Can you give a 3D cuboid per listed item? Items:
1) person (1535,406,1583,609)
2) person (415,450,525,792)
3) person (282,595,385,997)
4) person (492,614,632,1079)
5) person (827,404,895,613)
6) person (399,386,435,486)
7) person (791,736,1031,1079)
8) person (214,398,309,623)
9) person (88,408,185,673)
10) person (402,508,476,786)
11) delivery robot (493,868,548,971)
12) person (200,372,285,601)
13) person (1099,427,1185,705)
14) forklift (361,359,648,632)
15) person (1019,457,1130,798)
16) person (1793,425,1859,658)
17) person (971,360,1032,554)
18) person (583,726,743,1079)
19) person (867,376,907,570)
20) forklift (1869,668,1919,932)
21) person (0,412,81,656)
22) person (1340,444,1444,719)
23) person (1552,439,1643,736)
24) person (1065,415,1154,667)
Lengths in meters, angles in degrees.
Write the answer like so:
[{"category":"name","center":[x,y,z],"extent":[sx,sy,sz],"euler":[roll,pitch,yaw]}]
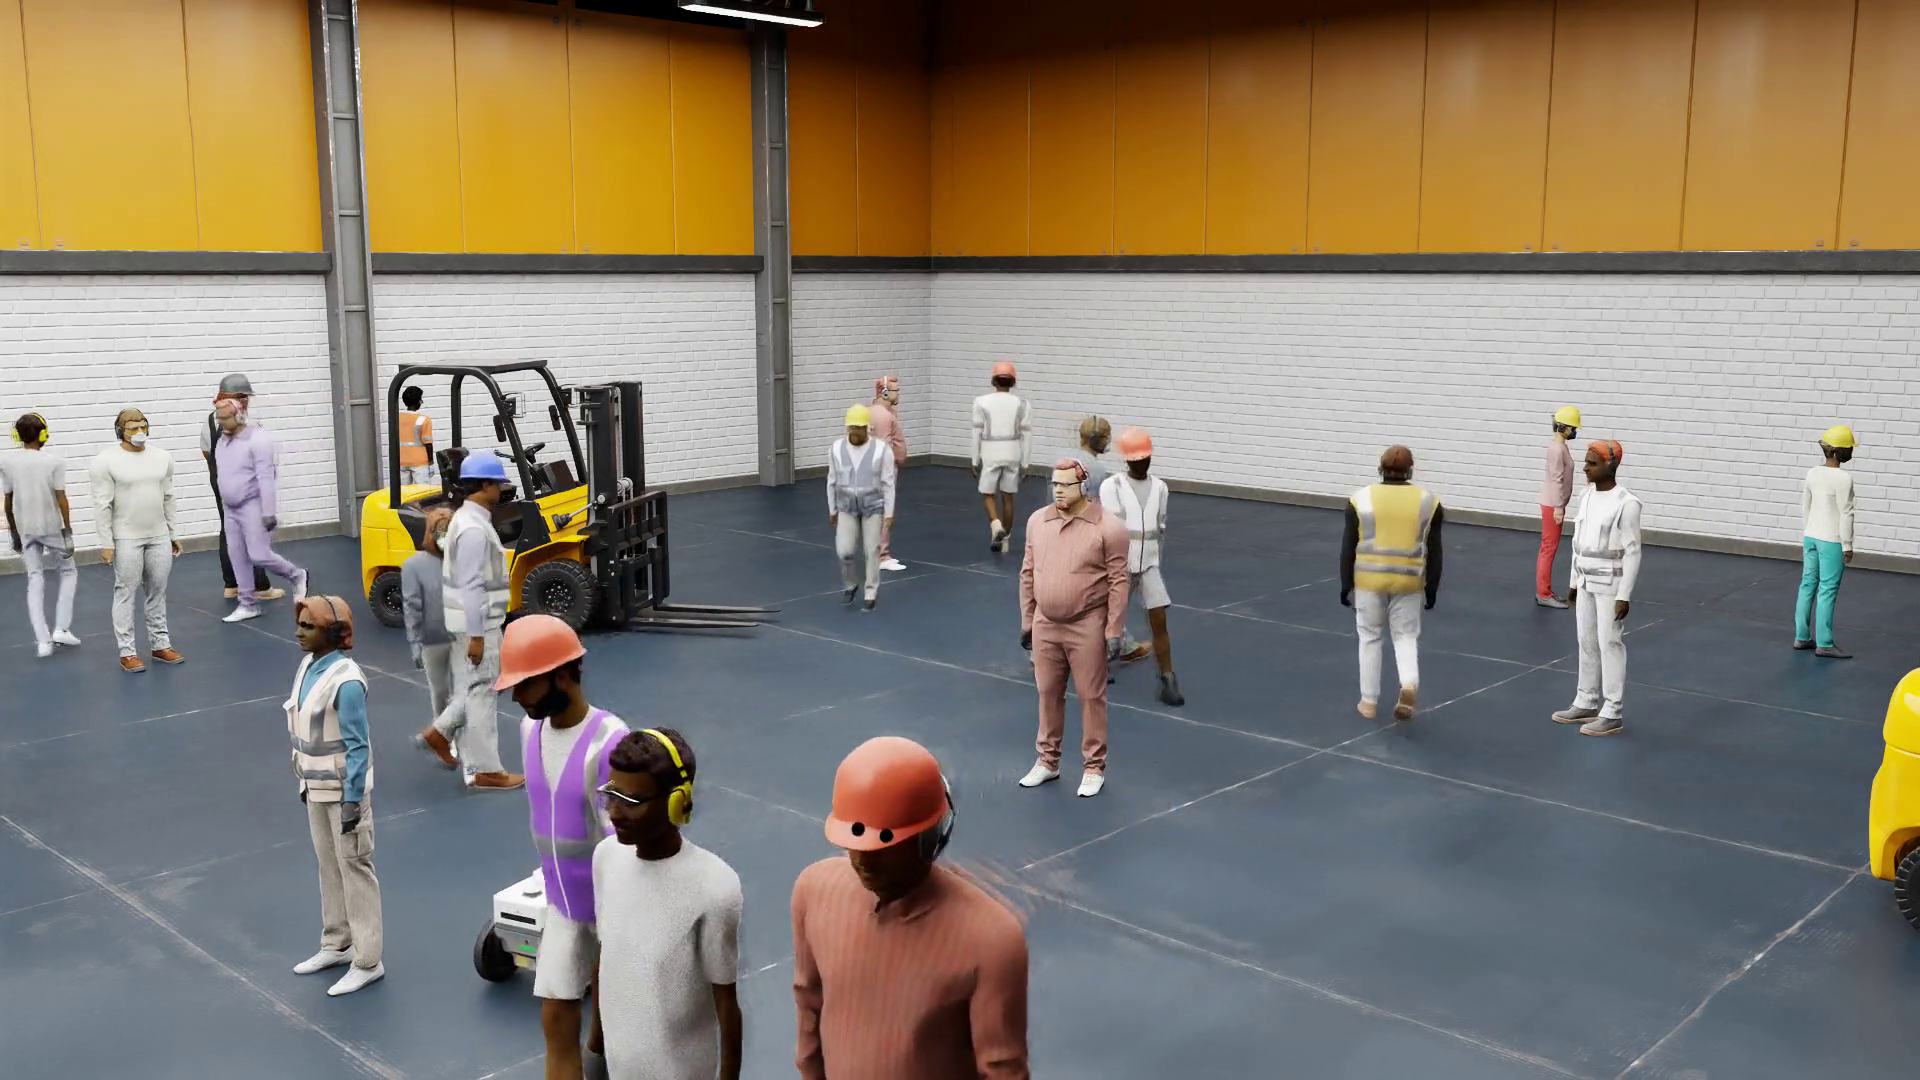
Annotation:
[{"category":"person","center":[5.237,-0.289,14.551],"extent":[0.328,1.760,0.523],"euler":[3,10,18]},{"category":"person","center":[-2.772,0.461,9.416],"extent":[0.537,1.929,0.660],"euler":[-3,10,-16]},{"category":"person","center":[-2.567,1.028,6.824],"extent":[0.307,1.645,0.518],"euler":[-9,13,-43]},{"category":"person","center":[-1.197,1.165,5.263],"extent":[0.630,1.870,0.910],"euler":[6,11,31]},{"category":"person","center":[-0.852,-0.269,14.258],"extent":[0.613,1.812,0.446],"euler":[1,9,8]},{"category":"person","center":[-5.917,-0.822,18.028],"extent":[0.532,1.691,0.318],"euler":[3,10,17]},{"category":"person","center":[-0.157,1.384,3.693],"extent":[0.652,1.949,0.854],"euler":[4,10,25]},{"category":"person","center":[-5.933,-0.262,14.012],"extent":[0.677,1.879,0.659],"euler":[5,11,30]},{"category":"person","center":[-6.051,-0.008,12.272],"extent":[0.366,1.939,0.635],"euler":[6,11,31]},{"category":"person","center":[-2.996,0.584,9.738],"extent":[0.493,1.584,0.891],"euler":[-3,10,-19]},{"category":"delivery robot","center":[-1.619,1.497,6.988],"extent":[0.477,0.478,0.707],"euler":[4,10,26]},{"category":"person","center":[-6.391,-0.482,14.869],"extent":[0.682,2.000,0.538],"euler":[5,11,29]},{"category":"person","center":[1.199,0.147,11.508],"extent":[0.541,1.884,1.015],"euler":[-3,10,-20]},{"category":"forklift","center":[-3.850,-0.407,13.936],"extent":[2.313,2.155,1.214],"euler":[2,9,11]},{"category":"person","center":[0.612,0.484,9.353],"extent":[0.654,1.906,0.408],"euler":[5,11,30]},{"category":"person","center":[6.634,0.009,12.696],"extent":[0.316,1.769,0.524],"euler":[-1,9,-7]},{"category":"person","center":[0.431,-0.826,17.032],"extent":[0.624,2.024,0.630],"euler":[-1,9,-7]},{"category":"person","center":[-0.721,1.352,4.217],"extent":[0.528,1.846,0.757],"euler":[7,12,38]},{"category":"person","center":[-0.722,-0.662,16.384],"extent":[0.399,1.908,0.643],"euler":[-2,9,-10]},{"category":"forklift","center":[5.205,0.723,7.013],"extent":[2.313,2.155,1.214],"euler":[9,13,43]},{"category":"person","center":[-7.027,-0.051,12.769],"extent":[0.526,1.854,0.552],"euler":[-1,9,-6]},{"category":"person","center":[2.795,0.295,10.795],"extent":[0.643,1.823,0.579],"euler":[1,9,7]},{"category":"person","center":[4.069,0.297,10.568],"extent":[0.337,1.882,0.585],"euler":[-2,10,-13]},{"category":"person","center":[0.992,0.030,12.202],"extent":[1.009,1.886,0.653],"euler":[-4,10,-25]}]
